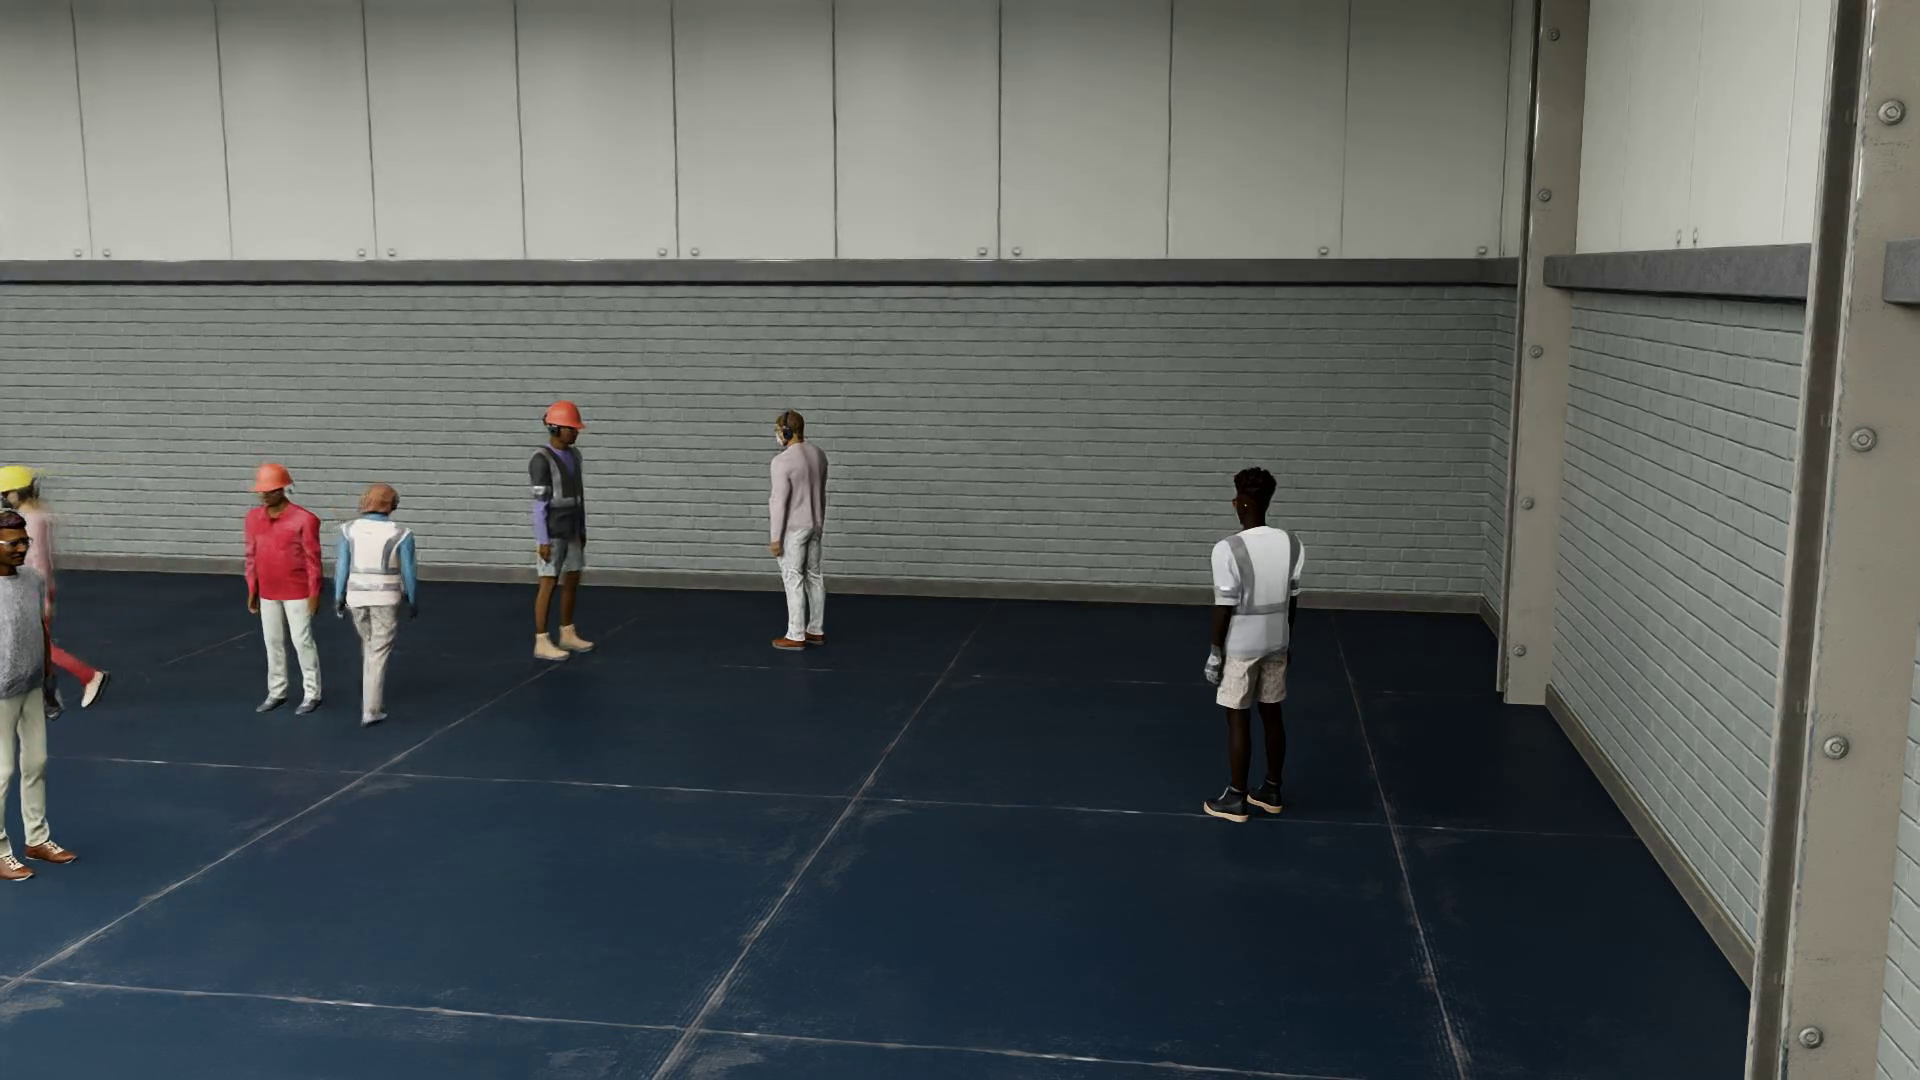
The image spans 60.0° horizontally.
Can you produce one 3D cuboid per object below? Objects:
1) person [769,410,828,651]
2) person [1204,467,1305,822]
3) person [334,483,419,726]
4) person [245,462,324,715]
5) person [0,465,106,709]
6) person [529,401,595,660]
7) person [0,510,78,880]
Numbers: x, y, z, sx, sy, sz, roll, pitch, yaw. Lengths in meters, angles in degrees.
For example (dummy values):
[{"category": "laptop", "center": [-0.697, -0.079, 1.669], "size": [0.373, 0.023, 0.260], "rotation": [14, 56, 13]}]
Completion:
[{"category": "person", "center": [-1.294, -0.073, 13.306], "size": [0.377, 1.930, 0.637], "rotation": [6, 11, 32]}, {"category": "person", "center": [1.609, 0.573, 9.191], "size": [0.606, 1.966, 0.367], "rotation": [-6, 11, -32]}, {"category": "person", "center": [-3.902, 0.419, 11.194], "size": [0.531, 1.608, 0.581], "rotation": [1, 9, 9]}, {"category": "person", "center": [-4.628, 0.333, 11.363], "size": [0.574, 1.743, 0.352], "rotation": [2, 10, 15]}, {"category": "person", "center": [-6.255, 0.349, 11.261], "size": [0.595, 1.739, 0.531], "rotation": [-7, 11, -36]}, {"category": "person", "center": [-3.099, -0.075, 13.018], "size": [0.432, 2.031, 0.621], "rotation": [3, 10, 20]}, {"category": "person", "center": [-4.733, 0.768, 8.337], "size": [0.328, 1.861, 0.500], "rotation": [2, 9, 13]}]
